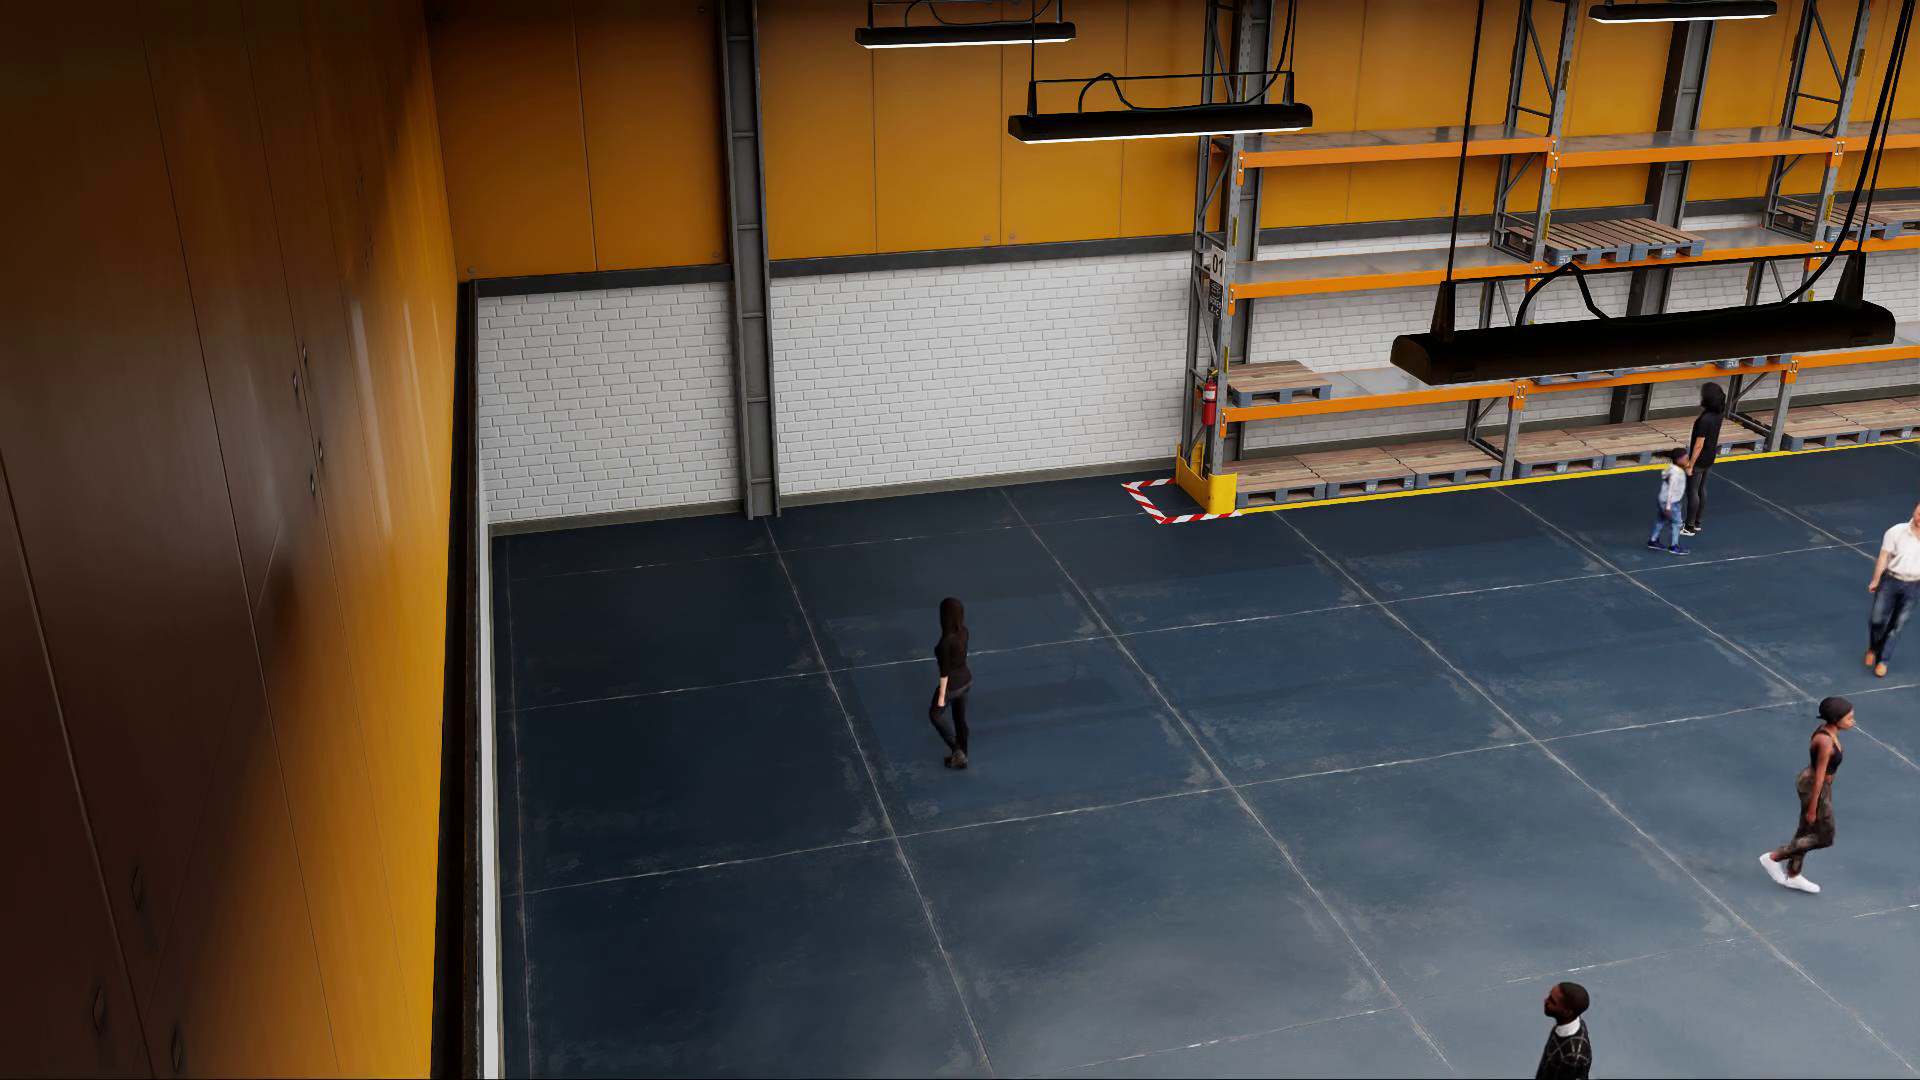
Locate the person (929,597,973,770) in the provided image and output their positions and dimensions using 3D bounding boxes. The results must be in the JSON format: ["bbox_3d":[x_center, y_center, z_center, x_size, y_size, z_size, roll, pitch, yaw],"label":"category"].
[{"bbox_3d":[0.011,1.283,14.388,0.783,1.630,0.716,15,28,30],"label":"person"}]

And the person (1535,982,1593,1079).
[{"bbox_3d":[3.492,3.323,9.498,0.928,1.807,0.869,6,24,14],"label":"person"}]

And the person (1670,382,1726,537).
[{"bbox_3d":[8.582,-0.947,19.235,0.631,1.832,0.767,-20,31,-38],"label":"person"}]

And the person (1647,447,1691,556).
[{"bbox_3d":[7.994,-0.468,18.869,0.740,1.248,0.647,7,24,15],"label":"person"}]

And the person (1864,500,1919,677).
[{"bbox_3d":[9.124,0.410,16.115,0.840,1.845,0.905,12,26,25],"label":"person"}]

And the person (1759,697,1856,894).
[{"bbox_3d":[6.484,1.950,12.789,0.841,1.689,0.781,13,27,28],"label":"person"}]
